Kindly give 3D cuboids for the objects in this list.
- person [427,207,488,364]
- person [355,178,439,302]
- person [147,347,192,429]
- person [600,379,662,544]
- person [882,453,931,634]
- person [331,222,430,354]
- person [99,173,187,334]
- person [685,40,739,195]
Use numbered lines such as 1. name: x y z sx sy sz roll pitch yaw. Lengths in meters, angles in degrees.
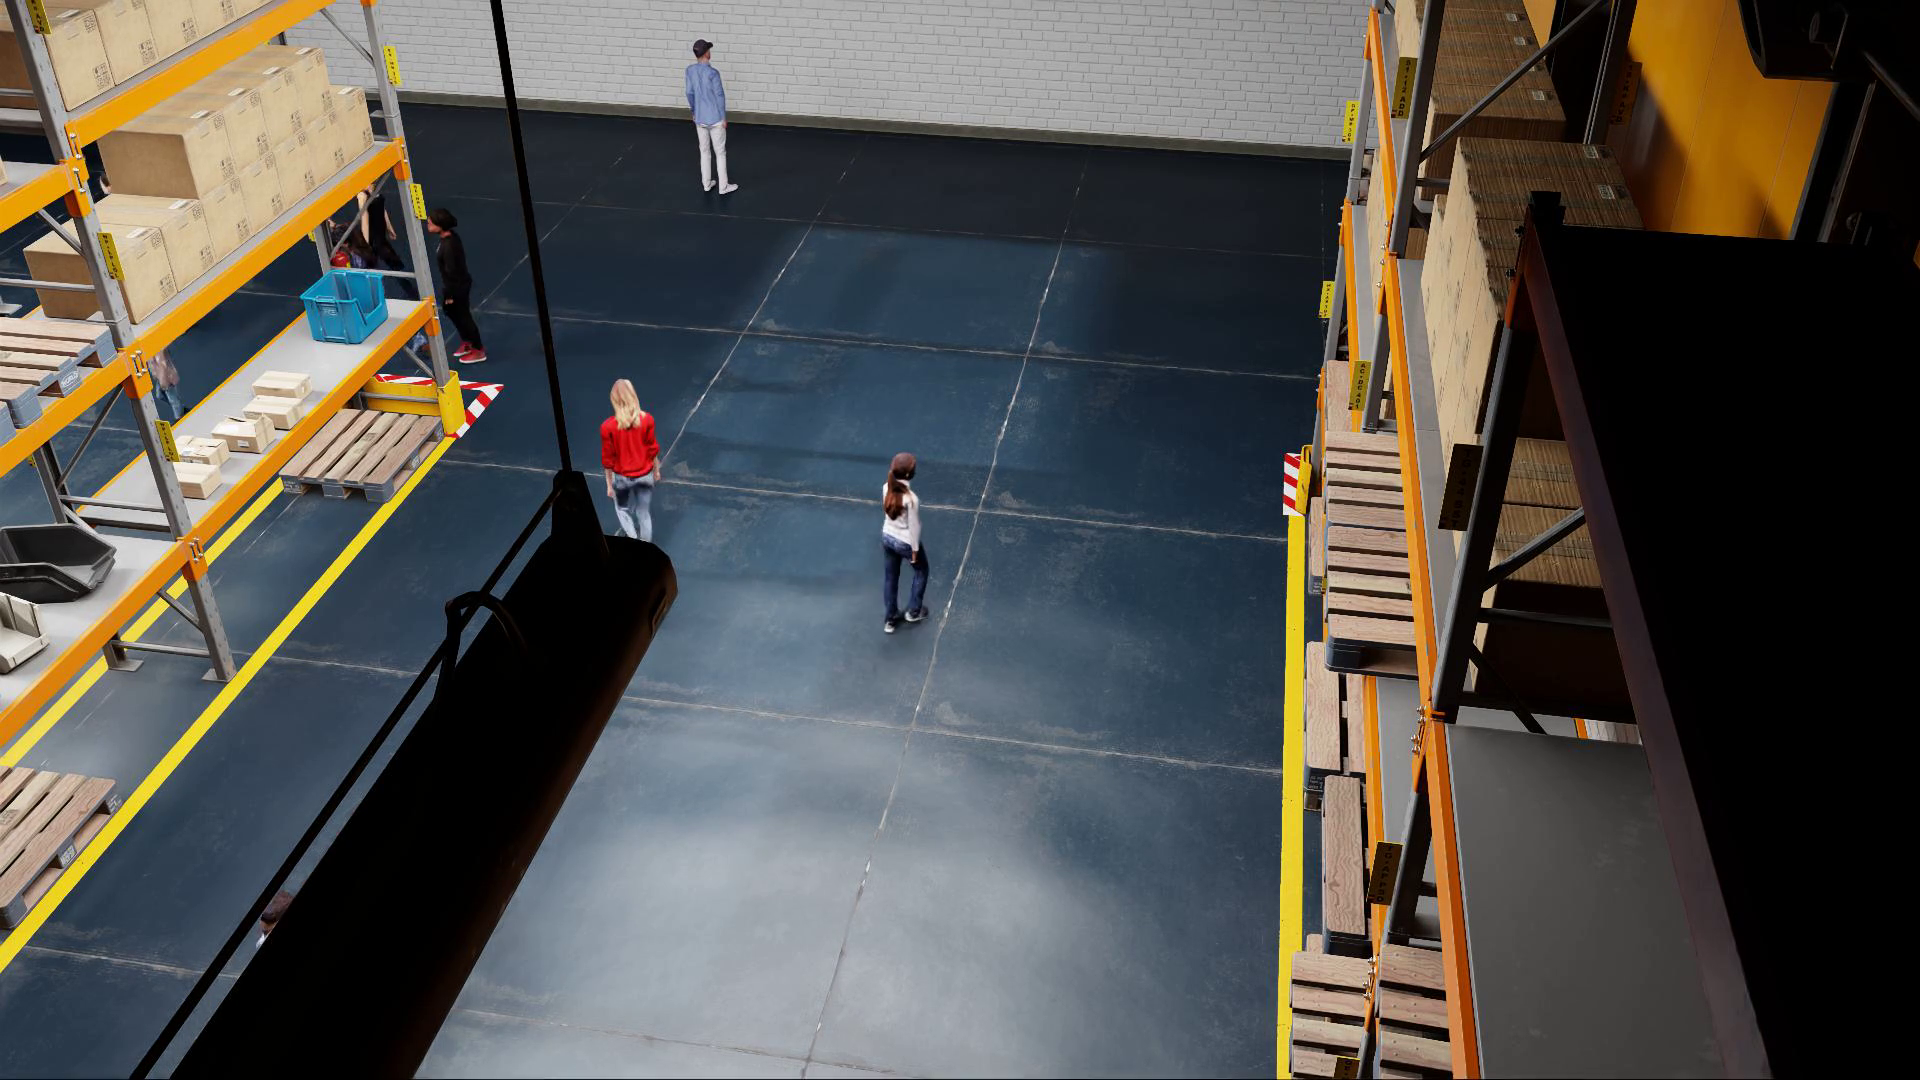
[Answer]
1. person: -4.890 -2.521 16.473 0.756 1.659 0.633 -6 34 -9
2. person: -6.210 -3.163 17.458 0.861 1.637 1.139 -3 34 -4
3. person: -7.340 -1.552 15.439 0.667 1.189 0.610 -23 40 -30
4. person: -2.606 -0.464 13.350 0.742 1.690 0.768 -15 36 -21
5. person: -0.500 0.061 12.695 0.638 1.541 0.712 17 37 24
6. person: -5.706 -2.383 16.364 1.162 1.550 1.174 -15 36 -21
7. person: -8.314 -2.894 16.972 0.685 1.726 1.035 3 34 4
8. person: -3.045 -5.145 20.214 0.709 1.888 0.666 15 36 21
